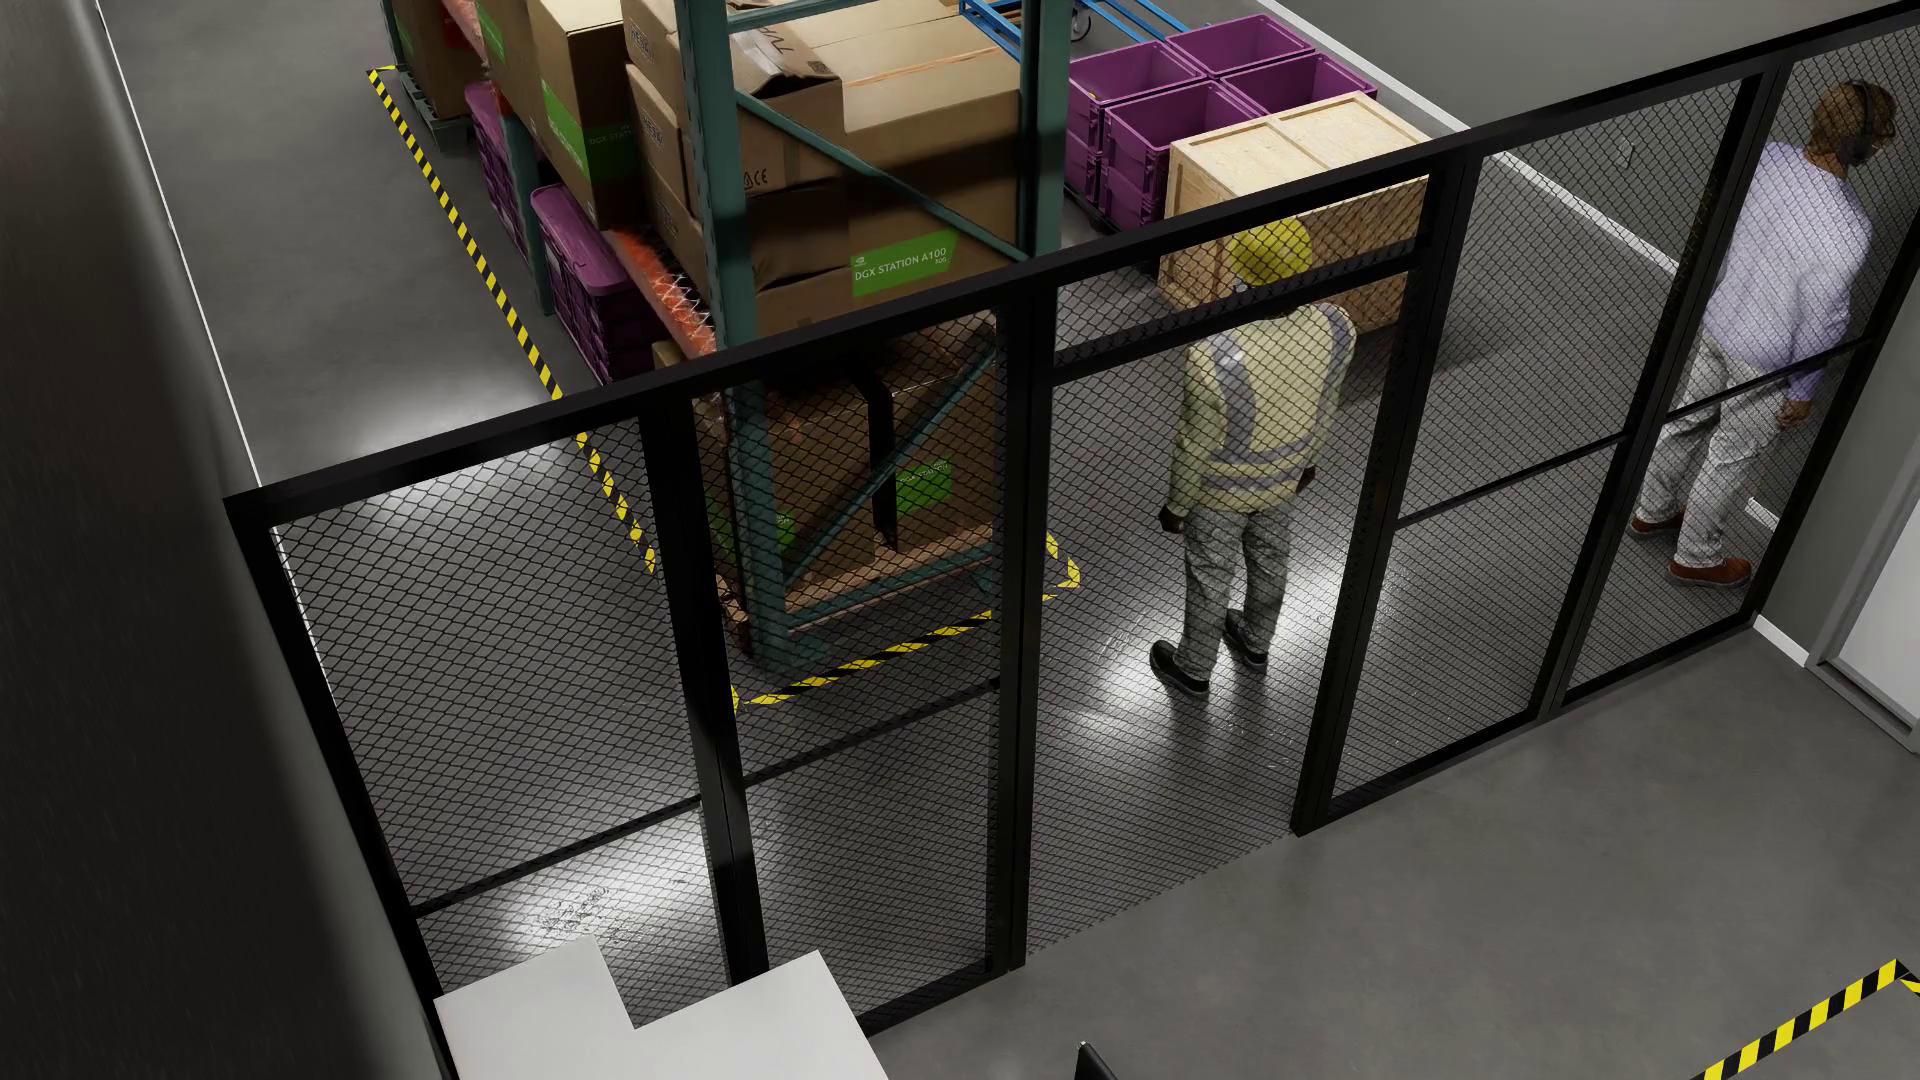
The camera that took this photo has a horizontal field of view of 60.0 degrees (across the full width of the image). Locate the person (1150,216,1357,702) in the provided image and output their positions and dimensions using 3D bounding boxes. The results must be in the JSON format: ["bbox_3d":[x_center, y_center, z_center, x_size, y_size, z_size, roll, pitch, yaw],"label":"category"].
[{"bbox_3d":[0.894,-0.232,5.276,0.600,1.832,0.404,-20,46,-20],"label":"person"}]

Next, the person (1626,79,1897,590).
[{"bbox_3d":[2.726,-0.667,5.676,0.372,1.940,0.630,-8,43,-9],"label":"person"}]
